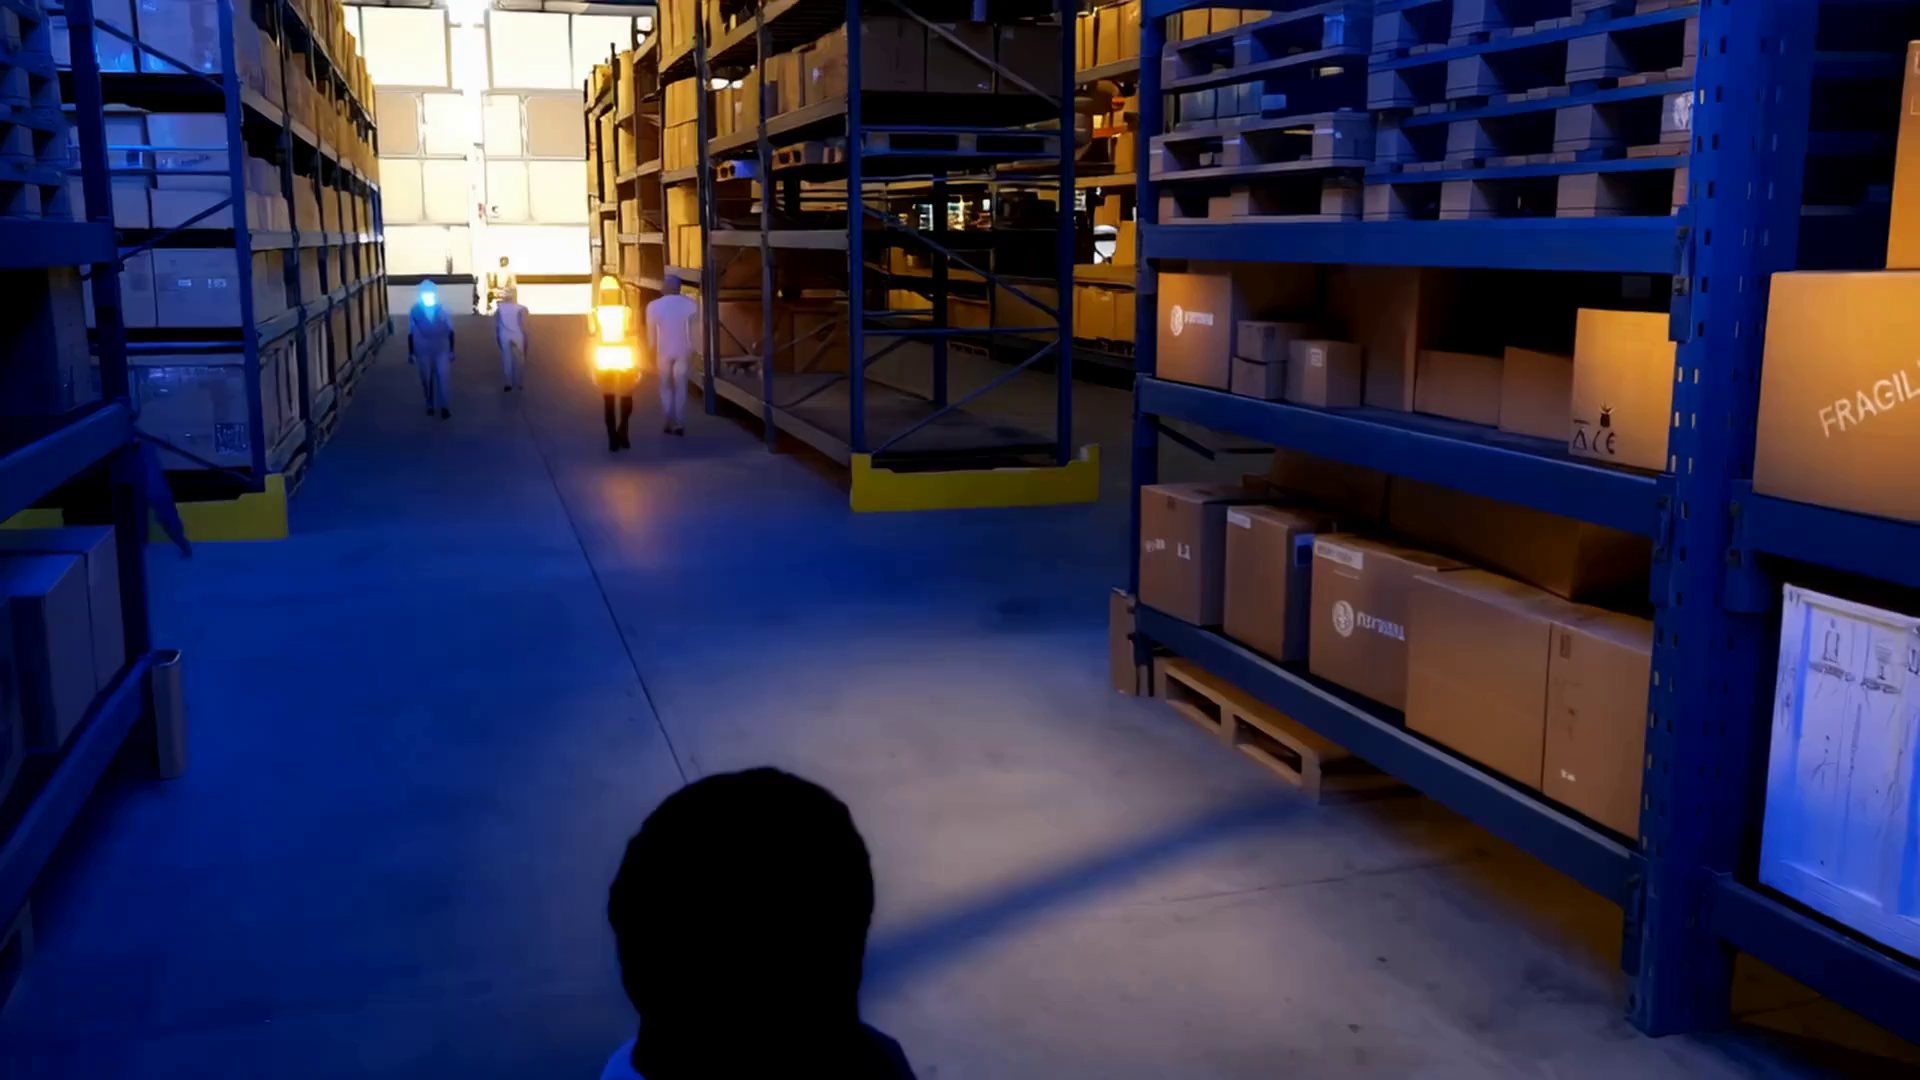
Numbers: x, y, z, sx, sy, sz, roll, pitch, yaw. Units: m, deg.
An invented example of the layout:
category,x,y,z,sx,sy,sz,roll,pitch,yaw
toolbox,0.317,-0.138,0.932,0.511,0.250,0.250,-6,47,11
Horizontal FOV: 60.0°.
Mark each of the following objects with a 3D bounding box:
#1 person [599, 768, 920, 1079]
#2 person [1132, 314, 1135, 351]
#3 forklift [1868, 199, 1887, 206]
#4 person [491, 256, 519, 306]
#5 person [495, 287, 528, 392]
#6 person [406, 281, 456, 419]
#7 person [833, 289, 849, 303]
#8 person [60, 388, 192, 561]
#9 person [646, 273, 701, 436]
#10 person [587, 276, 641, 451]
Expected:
category,x,y,z,sx,sy,sz,roll,pitch,yaw
person,-0.127,1.121,1.584,0.590,1.911,0.397,10,14,42
person,2.478,-2.460,21.975,0.283,1.633,0.499,-9,13,-39
forklift,11.338,-2.915,21.052,1.129,2.768,1.873,-3,11,-17
person,-10.395,-5.537,38.084,0.677,1.908,0.825,1,10,4
person,-6.843,-3.060,25.380,0.507,1.599,0.860,-2,10,-9
person,-6.876,-2.472,21.636,0.618,1.779,0.945,-3,11,-18
person,-3.215,-6.543,43.671,0.707,1.889,0.553,-7,12,-34
person,-4.189,0.033,8.403,0.831,1.590,0.520,6,12,28
person,-3.374,-2.183,19.667,0.636,1.922,0.452,-3,11,-14
person,-3.804,-1.935,18.308,0.569,1.917,0.414,-1,10,-8
